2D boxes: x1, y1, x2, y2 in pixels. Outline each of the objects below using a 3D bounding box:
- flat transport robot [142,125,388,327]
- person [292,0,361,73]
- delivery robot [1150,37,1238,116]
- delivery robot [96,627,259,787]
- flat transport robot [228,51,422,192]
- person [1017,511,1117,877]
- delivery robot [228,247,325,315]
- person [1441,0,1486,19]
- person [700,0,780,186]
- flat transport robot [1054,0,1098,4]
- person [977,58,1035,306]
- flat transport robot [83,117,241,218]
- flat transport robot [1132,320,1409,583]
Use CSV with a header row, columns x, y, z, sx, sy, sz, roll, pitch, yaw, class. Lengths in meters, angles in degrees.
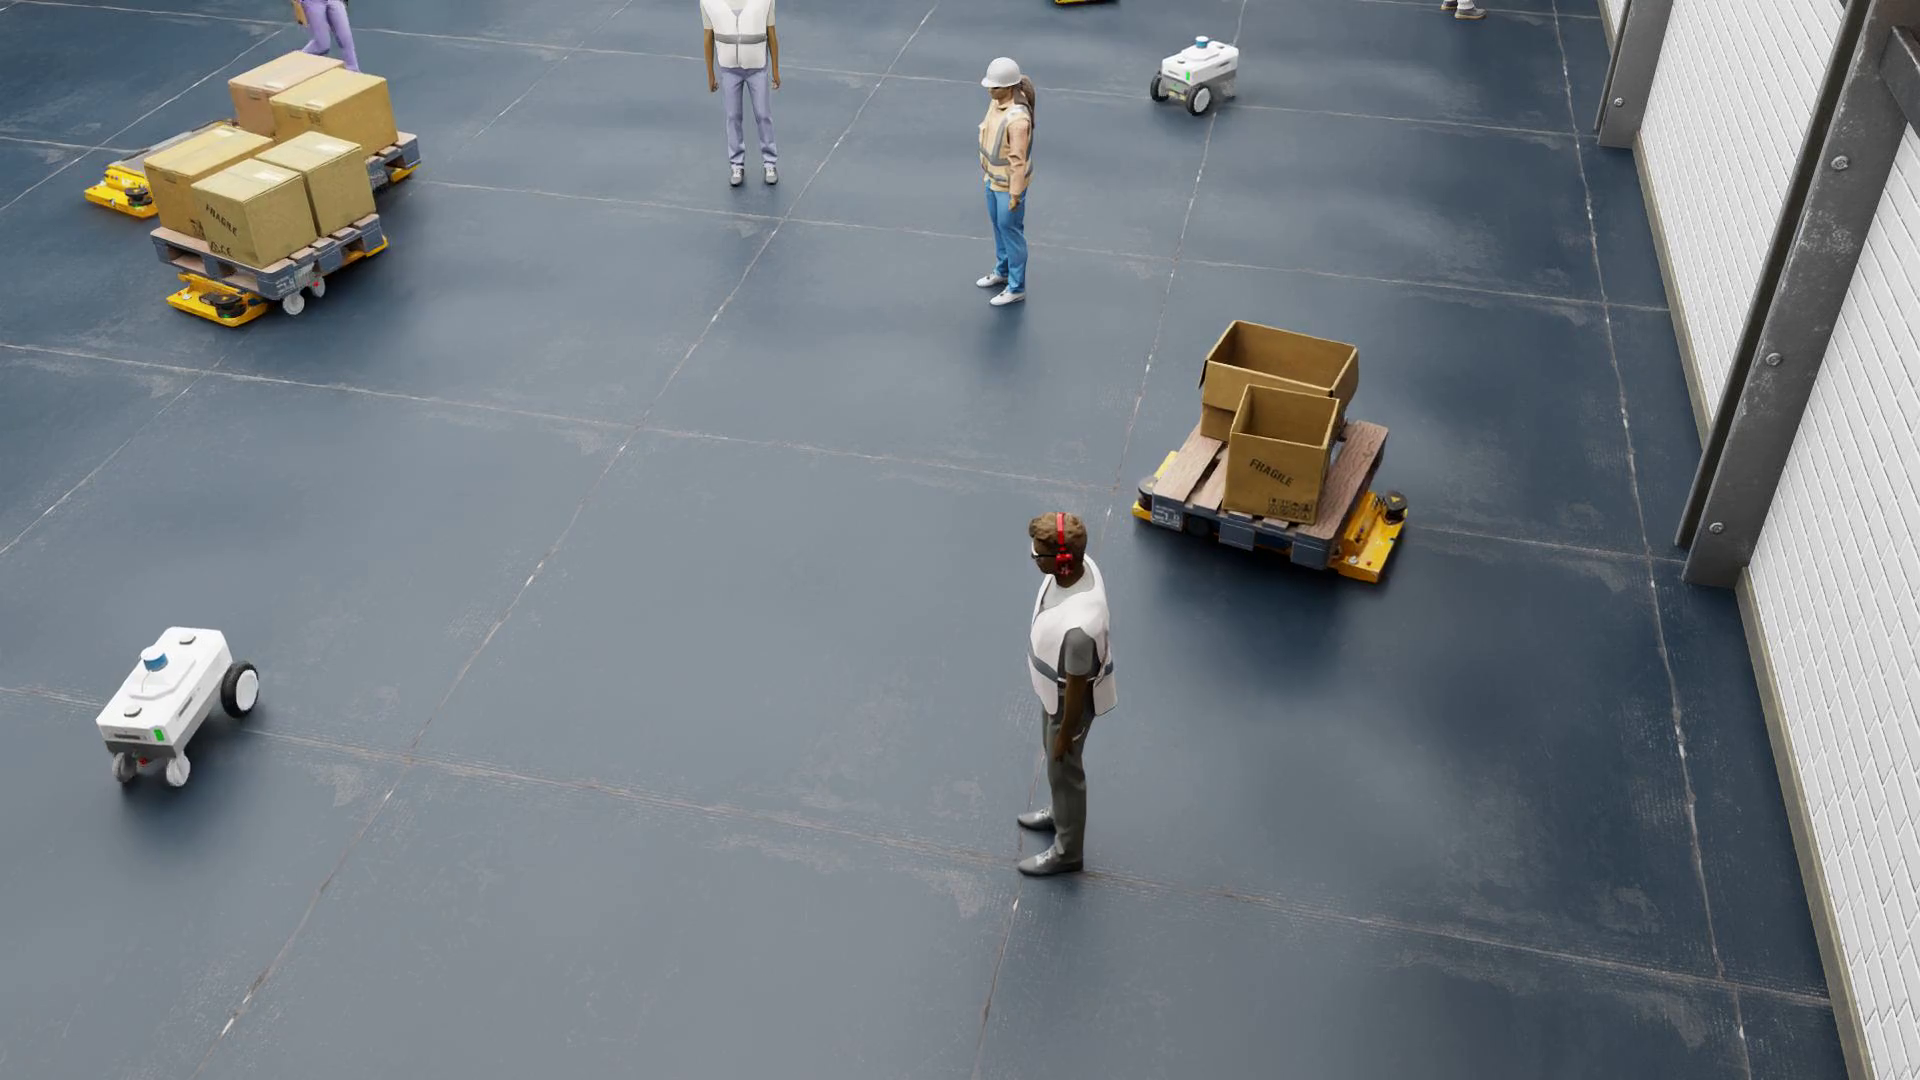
x,y,z,sx,sy,sz,roll,pitch,yaw,class
-4.848,-1.957,11.838,0.659,0.231,1.431,19,41,24,flat transport robot
-5.477,-4.627,14.128,0.702,1.818,0.577,18,40,22,person
2.072,-4.054,14.398,0.772,0.586,0.499,-29,46,-33,delivery robot
-3.776,0.753,7.975,0.499,0.599,0.784,4,37,5,delivery robot
-4.951,-2.749,12.898,0.659,0.231,1.431,16,40,21,flat transport robot
0.450,0.652,7.044,0.408,1.831,0.569,-2,37,-2,person
-4.779,-1.920,11.528,0.741,0.569,0.505,10,38,13,delivery robot
4.925,-5.940,15.820,0.349,1.880,0.582,-10,38,-13,person
-1.667,-3.629,12.770,0.564,1.839,0.388,-2,37,-2,person
1.130,-5.808,16.991,0.659,0.231,1.431,-7,37,-10,flat transport robot
0.317,-2.432,11.261,0.377,1.723,0.493,-12,38,-15,person
-6.128,-2.968,13.190,0.659,0.231,1.431,19,41,23,flat transport robot
1.770,-0.191,9.474,1.431,0.231,0.659,16,40,21,flat transport robot
